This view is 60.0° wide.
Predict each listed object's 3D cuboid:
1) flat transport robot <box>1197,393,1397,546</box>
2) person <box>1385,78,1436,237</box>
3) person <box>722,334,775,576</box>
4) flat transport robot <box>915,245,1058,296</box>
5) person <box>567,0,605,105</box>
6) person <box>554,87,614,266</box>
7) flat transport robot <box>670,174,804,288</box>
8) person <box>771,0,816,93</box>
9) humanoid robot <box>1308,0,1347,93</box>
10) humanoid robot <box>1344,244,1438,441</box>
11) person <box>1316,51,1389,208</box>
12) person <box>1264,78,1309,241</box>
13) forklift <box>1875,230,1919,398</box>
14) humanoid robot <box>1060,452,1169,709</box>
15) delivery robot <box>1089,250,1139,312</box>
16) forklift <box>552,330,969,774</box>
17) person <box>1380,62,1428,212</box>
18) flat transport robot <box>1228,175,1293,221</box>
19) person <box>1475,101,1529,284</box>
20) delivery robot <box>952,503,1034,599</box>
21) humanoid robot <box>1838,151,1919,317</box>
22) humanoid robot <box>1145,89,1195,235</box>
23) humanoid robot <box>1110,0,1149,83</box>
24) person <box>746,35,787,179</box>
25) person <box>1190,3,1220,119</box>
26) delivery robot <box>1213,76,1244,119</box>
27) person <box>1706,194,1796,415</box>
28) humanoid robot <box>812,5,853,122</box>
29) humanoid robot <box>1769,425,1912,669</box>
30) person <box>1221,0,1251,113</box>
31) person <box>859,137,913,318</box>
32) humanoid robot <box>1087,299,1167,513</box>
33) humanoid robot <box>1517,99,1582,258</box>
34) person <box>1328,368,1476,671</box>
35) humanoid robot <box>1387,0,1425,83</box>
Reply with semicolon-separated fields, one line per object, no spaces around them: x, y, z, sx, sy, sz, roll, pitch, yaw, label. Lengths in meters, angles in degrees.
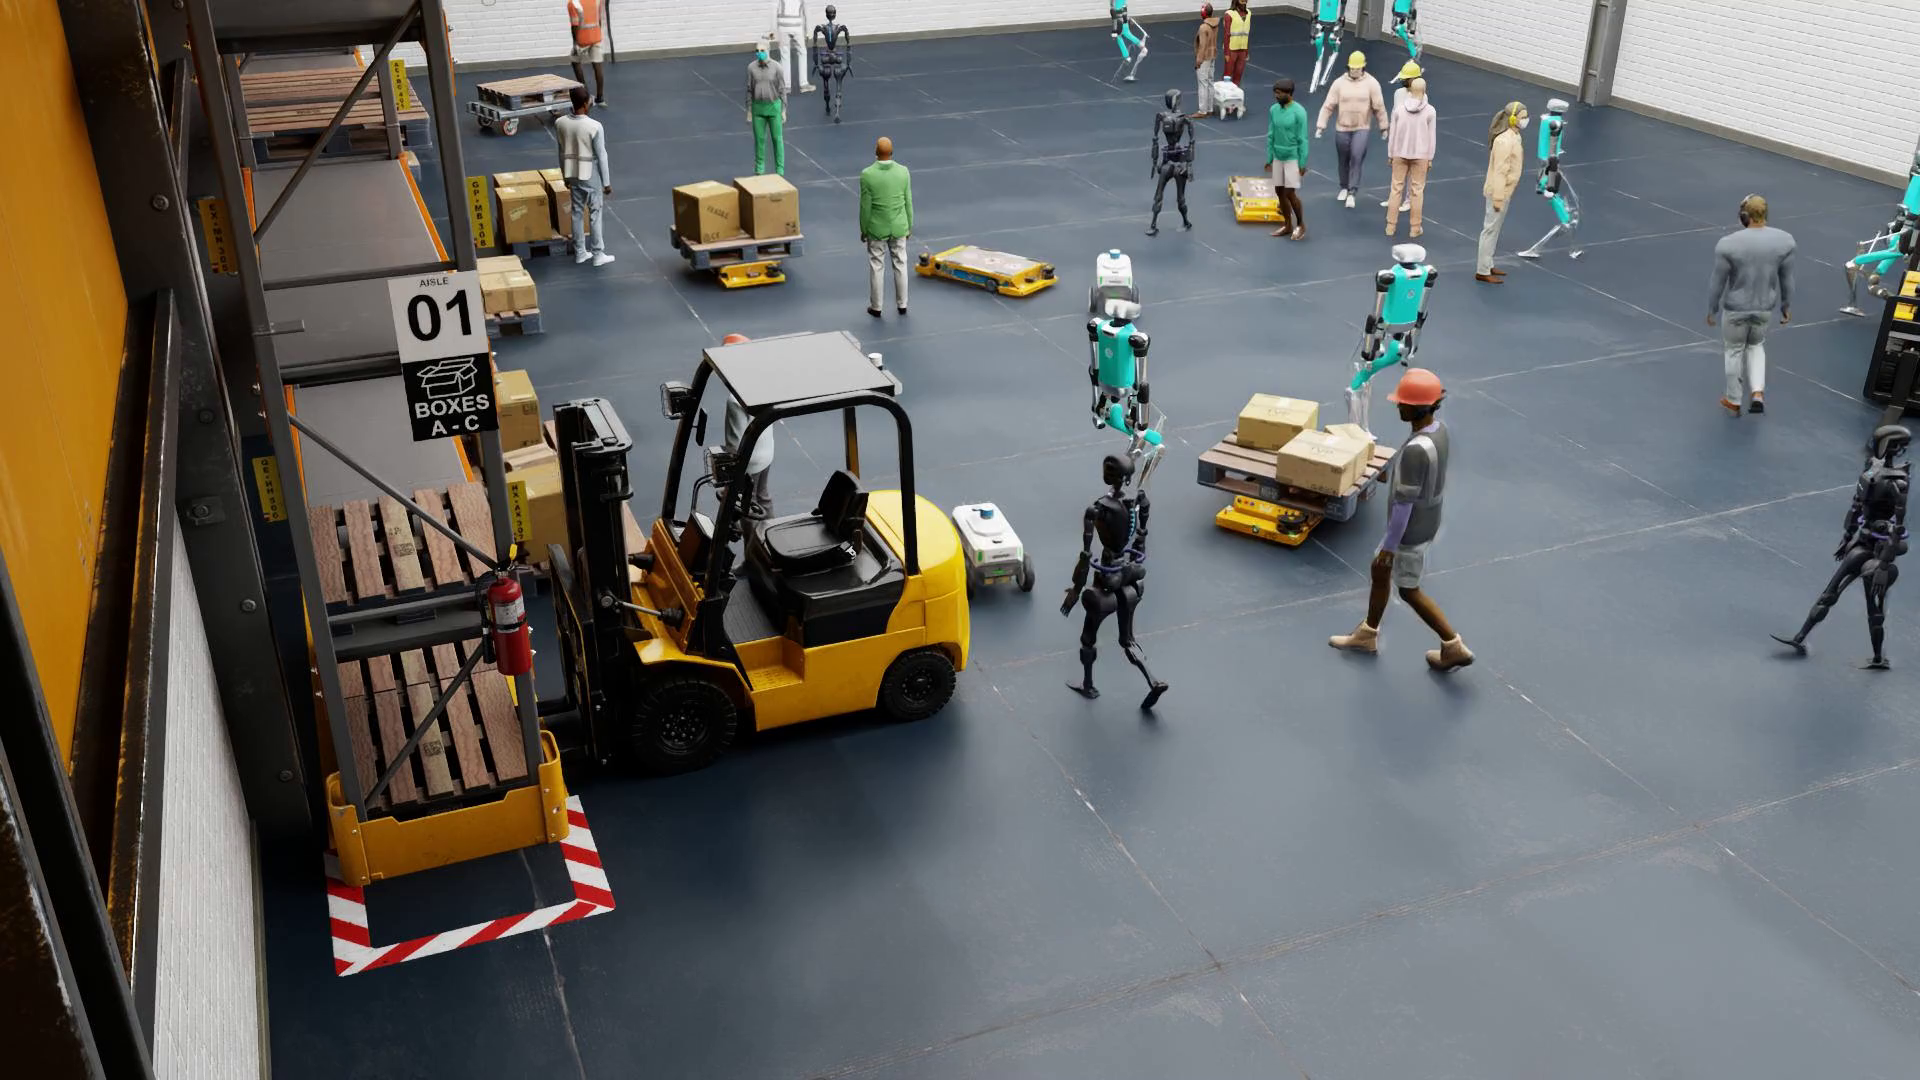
2.559;-0.368;12.719;0.659;0.231;1.431;17;31;30;flat transport robot
5.127;-4.342;18.940;0.525;1.781;0.404;10;28;19;person
-1.480;-0.586;11.513;0.352;1.742;0.572;8;28;15;person
0.278;-2.881;17.717;1.431;0.231;0.659;20;33;34;flat transport robot
-5.679;-7.592;25.226;0.627;1.948;0.564;-24;35;-39;person
-4.049;-3.909;17.944;0.595;1.909;0.410;11;29;20;person
-2.421;-3.040;18.034;0.659;0.231;1.431;-11;29;-21;flat transport robot
-2.650;-7.938;26.027;0.669;1.854;0.338;-7;28;-13;person
5.808;-7.947;26.164;0.556;1.769;0.822;10;29;20;humanoid robot
3.409;-1.597;13.556;0.542;1.782;0.756;-10;28;-19;humanoid robot
4.722;-4.944;20.085;0.815;1.829;0.886;10;28;19;person
3.706;-4.314;18.845;0.464;1.823;0.524;-19;32;-33;person
9.029;-2.397;14.618;1.214;2.155;2.313;18;32;32;forklift
0.944;0.265;9.920;0.599;1.639;0.671;-21;33;-35;humanoid robot
1.567;-2.633;16.925;0.499;0.612;0.789;1;27;3;delivery robot
-1.094;0.010;9.831;2.313;2.155;1.214;-10;28;-20;forklift
5.333;-4.832;19.942;0.334;1.756;0.516;-16;31;-28;person
3.655;-4.160;20.263;0.659;0.231;1.431;2;27;3;flat transport robot
5.679;-3.663;17.488;0.398;1.876;0.554;13;29;24;person
0.192;0.045;11.579;0.499;0.594;0.778;-7;28;-13;delivery robot
9.025;-2.926;16.205;1.060;1.736;0.574;3;27;5;humanoid robot
2.450;-4.321;19.048;0.601;1.645;0.609;20;33;34;humanoid robot
2.730;-8.181;26.658;0.771;1.807;0.541;13;29;24;humanoid robot
-2.459;-5.482;21.141;0.523;1.838;0.325;3;27;6;person
3.622;-7.040;24.448;0.311;1.650;0.470;17;32;31;person
3.958;-6.610;24.838;0.499;0.614;0.815;-5;27;-10;delivery robot
6.646;-1.941;14.028;0.706;1.901;0.495;2;27;3;person
-1.870;-6.998;24.393;0.608;1.622;0.772;-1;27;-1;humanoid robot
5.603;0.068;10.322;0.736;1.631;0.612;1;27;2;humanoid robot
4.111;-7.294;24.820;0.466;1.775;0.377;-16;31;-29;person
-0.729;-3.083;16.432;0.550;1.780;0.384;-8;28;-16;person
1.297;-1.014;12.217;0.735;1.681;0.533;-23;35;-38;humanoid robot
6.616;-3.848;18.107;0.789;1.873;0.552;2;27;4;humanoid robot
2.842;-0.088;10.245;0.899;2.006;0.613;12;29;22;person
7.370;-8.296;26.899;0.972;1.782;0.548;-13;30;-25;humanoid robot
